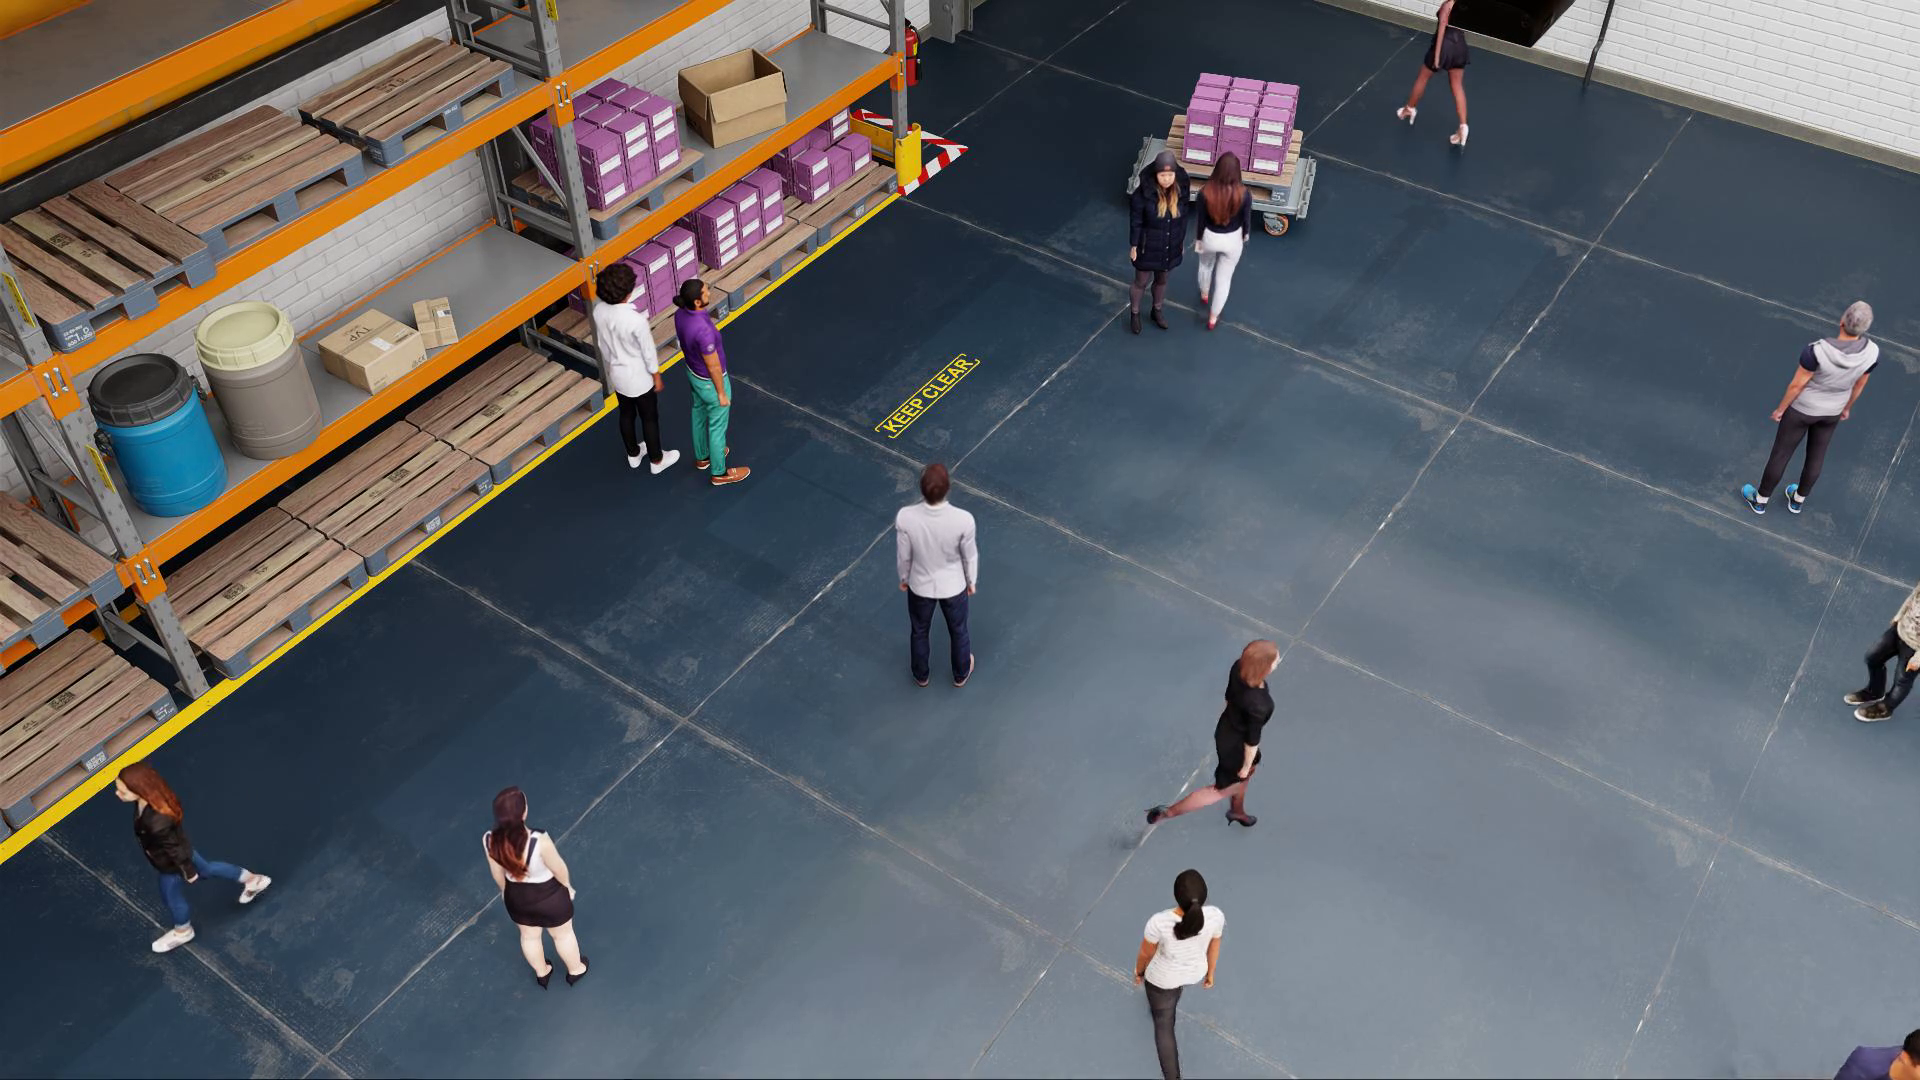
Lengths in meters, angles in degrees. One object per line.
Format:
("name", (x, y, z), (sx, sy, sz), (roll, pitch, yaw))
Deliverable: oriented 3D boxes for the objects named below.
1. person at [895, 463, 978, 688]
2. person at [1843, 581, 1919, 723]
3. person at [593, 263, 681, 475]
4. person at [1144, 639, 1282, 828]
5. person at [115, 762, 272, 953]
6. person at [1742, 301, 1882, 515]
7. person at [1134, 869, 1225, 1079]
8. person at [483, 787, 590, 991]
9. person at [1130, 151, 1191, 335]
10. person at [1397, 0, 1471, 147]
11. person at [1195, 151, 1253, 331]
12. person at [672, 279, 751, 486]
("person", (-0.151, 0.256, 10.718), (0.764, 1.852, 0.763), (3, 44, 4))
("person", (6.159, 0.627, 10.613), (0.714, 1.459, 0.641), (-3, 44, -3))
("person", (-2.440, -1.260, 12.340), (0.647, 1.809, 0.593), (21, 47, 20))
("person", (1.551, 1.220, 9.832), (1.042, 1.677, 0.992), (-7, 44, -7))
("person", (-4.398, 1.739, 9.447), (1.036, 1.458, 0.814), (-22, 48, -22))
("person", (6.170, -0.934, 11.983), (0.771, 1.829, 0.779), (0, 44, 0))
("person", (1.151, 2.330, 8.713), (1.048, 1.614, 1.099), (-8, 44, -8))
("person", (-2.325, 1.933, 9.102), (0.639, 1.651, 0.670), (0, 44, 0))
("person", (1.624, -2.460, 13.697), (0.783, 1.674, 0.854), (-11, 45, -11))
("person", (4.724, -4.597, 15.887), (1.102, 1.748, 0.953), (-20, 47, -20))
("person", (2.151, -2.429, 13.724), (0.762, 1.593, 0.875), (10, 44, 10))
("person", (-1.884, -1.181, 12.286), (0.680, 1.768, 0.693), (-27, 50, -25))
